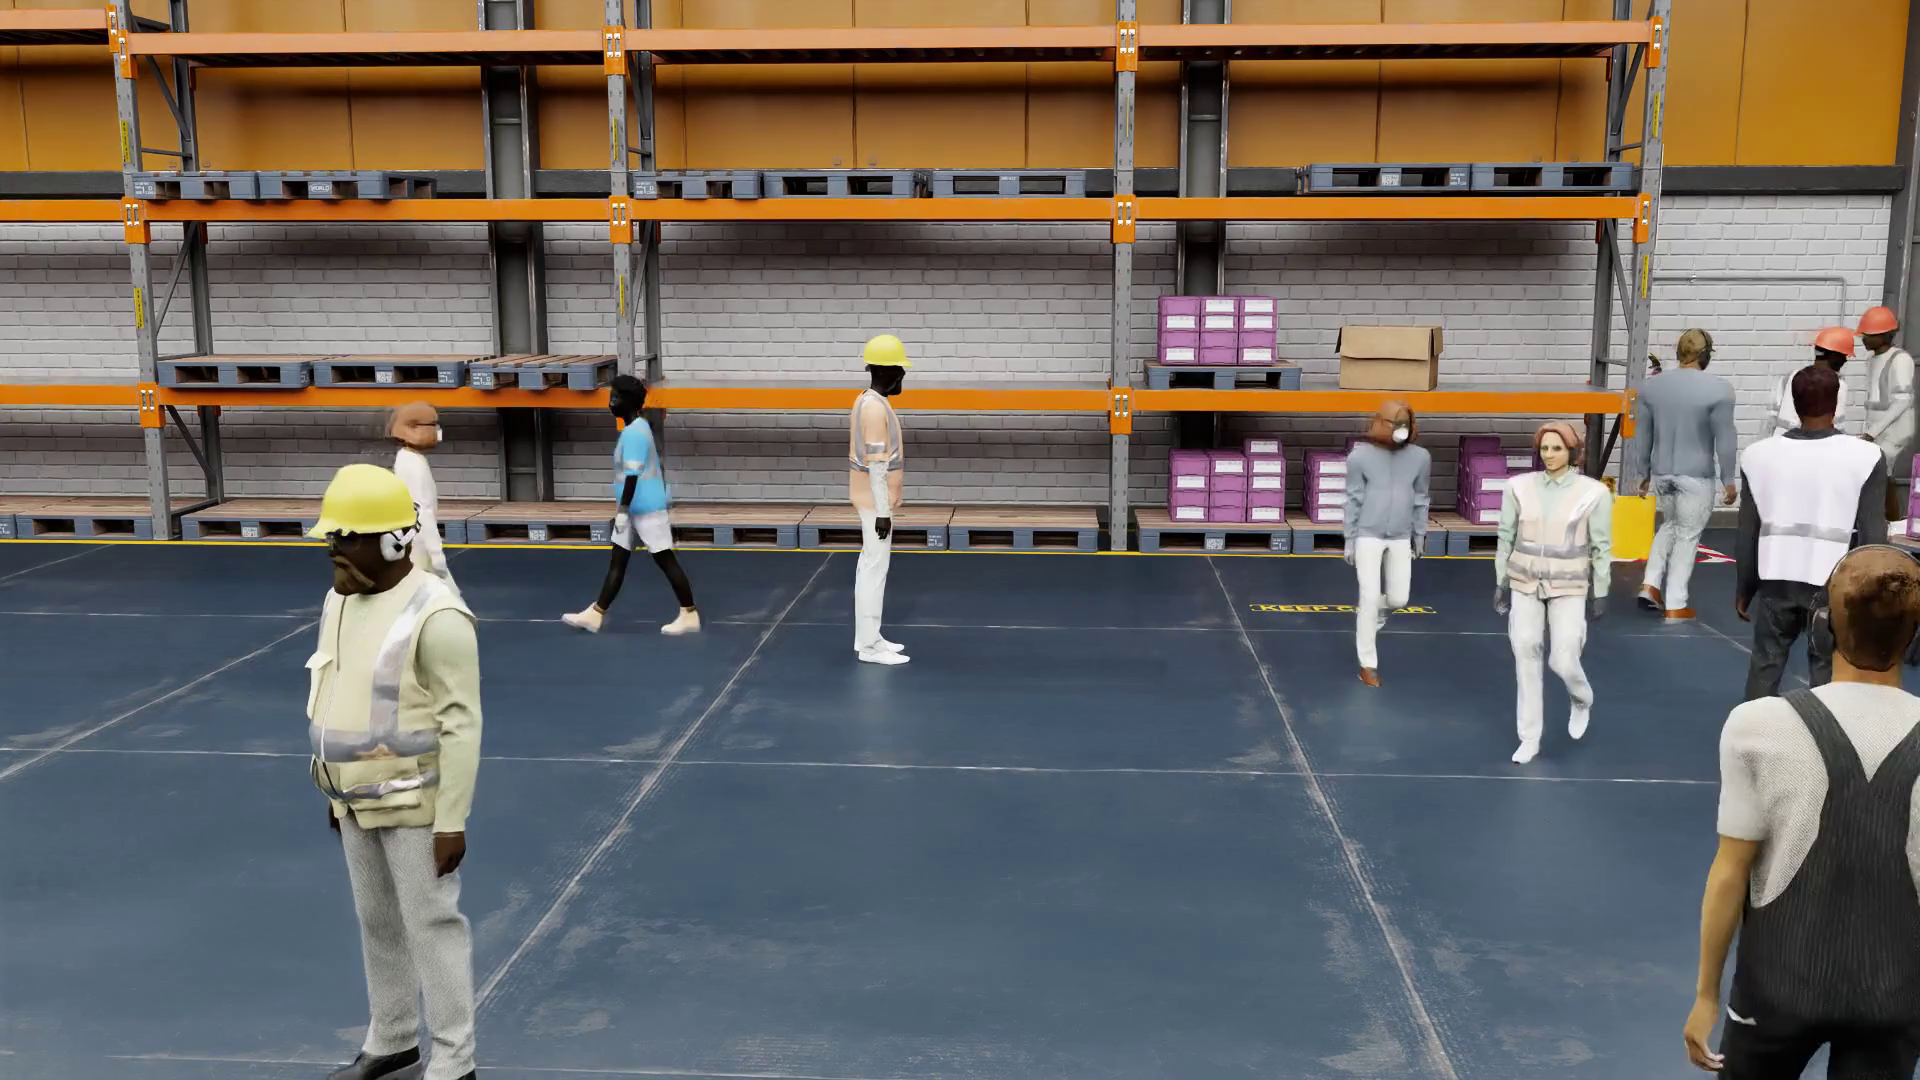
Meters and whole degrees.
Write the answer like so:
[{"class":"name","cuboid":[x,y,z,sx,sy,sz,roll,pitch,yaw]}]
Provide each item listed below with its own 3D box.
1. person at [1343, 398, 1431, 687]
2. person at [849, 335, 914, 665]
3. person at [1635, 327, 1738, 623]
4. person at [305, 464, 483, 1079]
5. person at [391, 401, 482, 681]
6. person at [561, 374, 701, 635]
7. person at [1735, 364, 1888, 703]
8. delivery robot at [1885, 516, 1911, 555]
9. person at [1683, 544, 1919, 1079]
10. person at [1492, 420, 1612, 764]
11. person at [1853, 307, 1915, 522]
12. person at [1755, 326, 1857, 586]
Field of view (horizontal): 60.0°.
[{"class":"person","cuboid":[2.366,-0.012,9.382,0.497,1.618,0.548,-1,10,-5]},{"class":"person","cuboid":[-0.458,-0.238,9.767,0.382,1.924,0.594,-1,10,-6]},{"class":"person","cuboid":[4.726,-0.412,10.819,0.441,1.925,0.637,-6,11,-30]},{"class":"person","cuboid":[-1.564,0.698,4.572,0.599,1.827,0.404,7,12,37]},{"class":"person","cuboid":[-2.836,0.060,8.940,0.628,1.610,0.525,-3,10,-19]},{"class":"person","cuboid":[-2.048,-0.207,10.381,0.881,1.640,0.549,-3,10,-15]},{"class":"person","cuboid":[3.696,0.200,7.279,0.622,1.903,0.382,9,13,43]},{"class":"delivery robot","cuboid":[6.923,0.015,12.021,0.477,0.478,0.707,-5,11,-29]},{"class":"person","cuboid":[1.777,0.900,3.408,0.539,1.819,0.614,3,10,18]},{"class":"person","cuboid":[2.805,0.238,7.872,0.518,1.625,0.480,8,12,38]},{"class":"person","cuboid":[7.269,-0.829,13.063,0.633,1.986,0.638,1,10,8]},{"class":"person","cuboid":[5.969,-0.574,11.826,0.678,1.882,0.549,-1,10,-7]}]
